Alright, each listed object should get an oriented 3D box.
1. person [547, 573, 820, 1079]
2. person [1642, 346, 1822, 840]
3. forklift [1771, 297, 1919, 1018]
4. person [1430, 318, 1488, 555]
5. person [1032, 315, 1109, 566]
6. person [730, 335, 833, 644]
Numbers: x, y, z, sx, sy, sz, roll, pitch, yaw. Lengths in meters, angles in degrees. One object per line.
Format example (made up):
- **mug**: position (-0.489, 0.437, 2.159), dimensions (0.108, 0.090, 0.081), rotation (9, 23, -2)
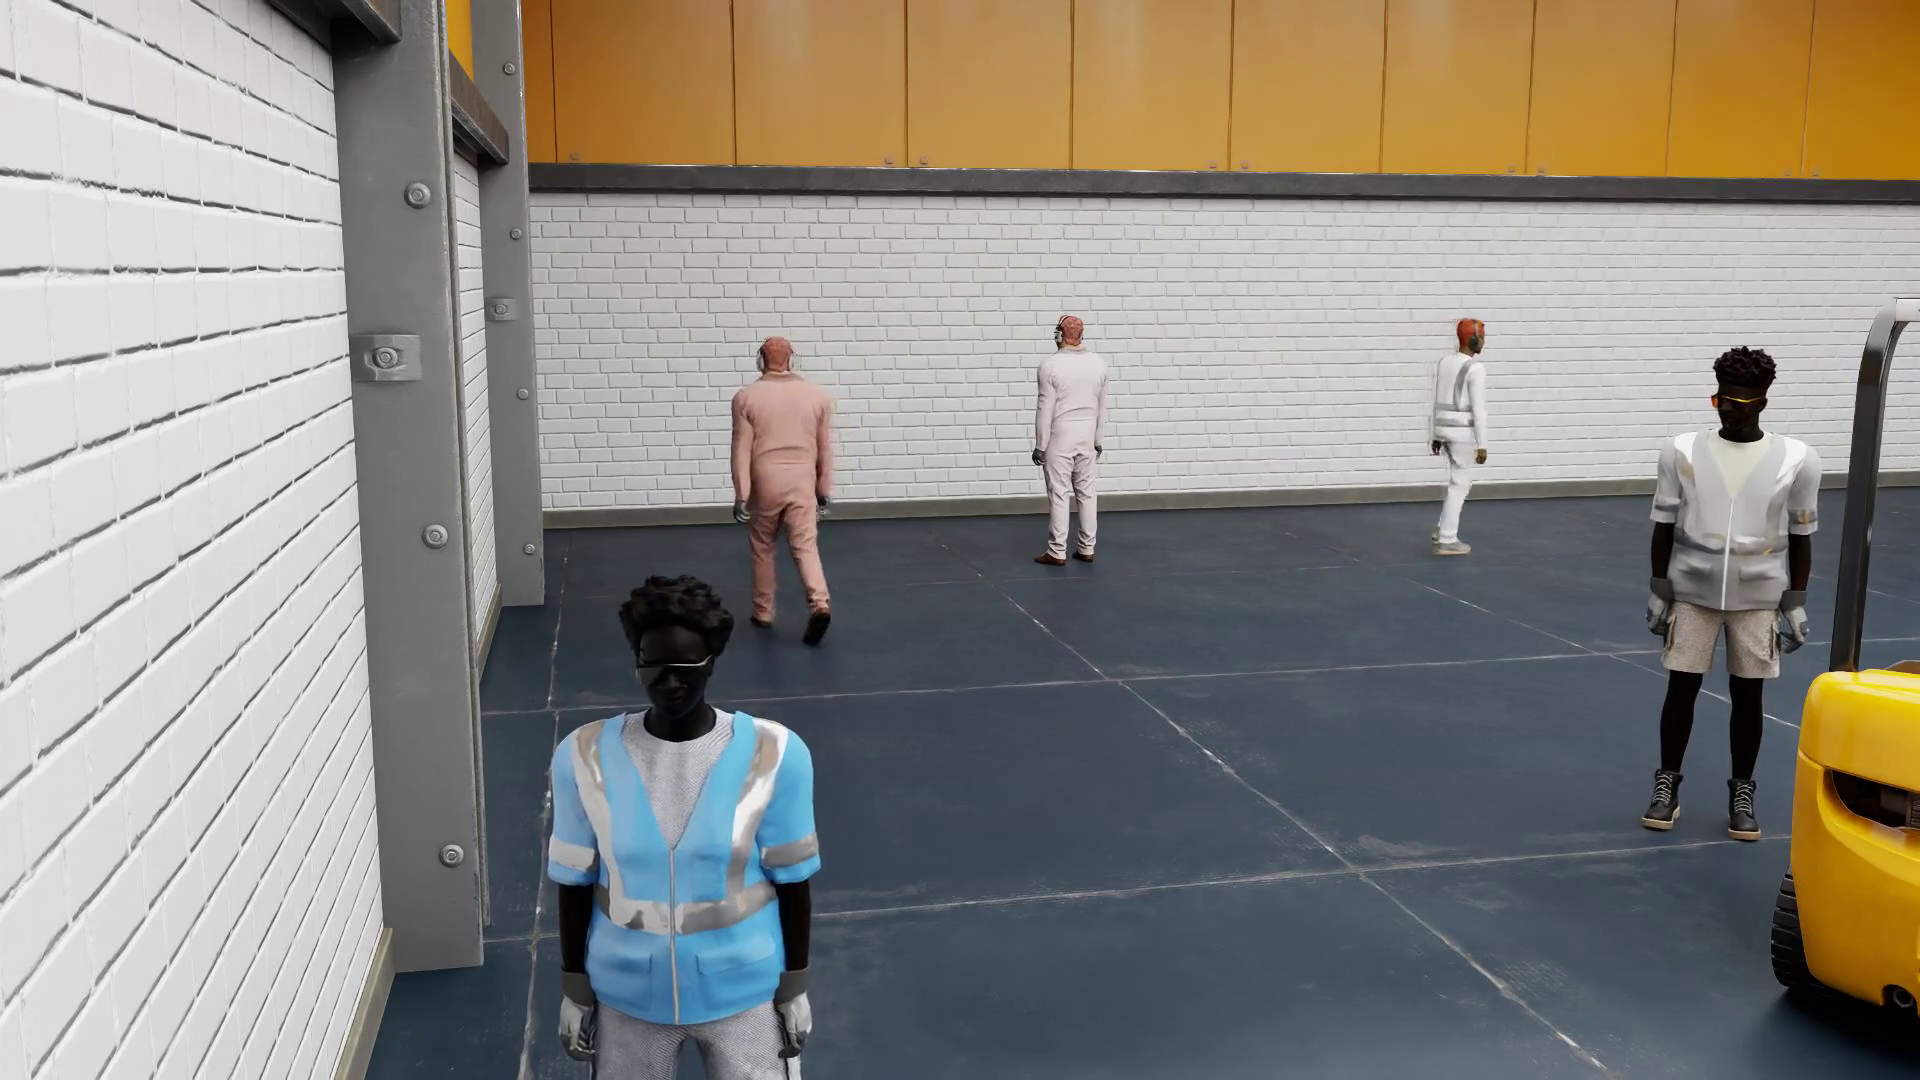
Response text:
- **person**: position (-0.545, 0.892, 3.308), dimensions (0.535, 1.691, 0.319), rotation (0, 9, 0)
- **person**: position (3.053, 0.212, 6.622), dimensions (0.605, 1.962, 0.373), rotation (5, 10, 26)
- **forklift**: position (3.542, 0.334, 5.177), dimensions (2.313, 2.155, 1.214), rotation (-9, 13, -43)
- **person**: position (3.959, -0.805, 13.097), dimensions (0.451, 1.868, 0.622), rotation (-2, 10, -15)
- **person**: position (0.820, -0.757, 12.701), dimensions (0.651, 1.907, 0.409), rotation (-6, 11, -33)
- **person**: position (-1.064, -0.314, 10.177), dimensions (0.666, 1.864, 0.961), rotation (-4, 10, -22)
